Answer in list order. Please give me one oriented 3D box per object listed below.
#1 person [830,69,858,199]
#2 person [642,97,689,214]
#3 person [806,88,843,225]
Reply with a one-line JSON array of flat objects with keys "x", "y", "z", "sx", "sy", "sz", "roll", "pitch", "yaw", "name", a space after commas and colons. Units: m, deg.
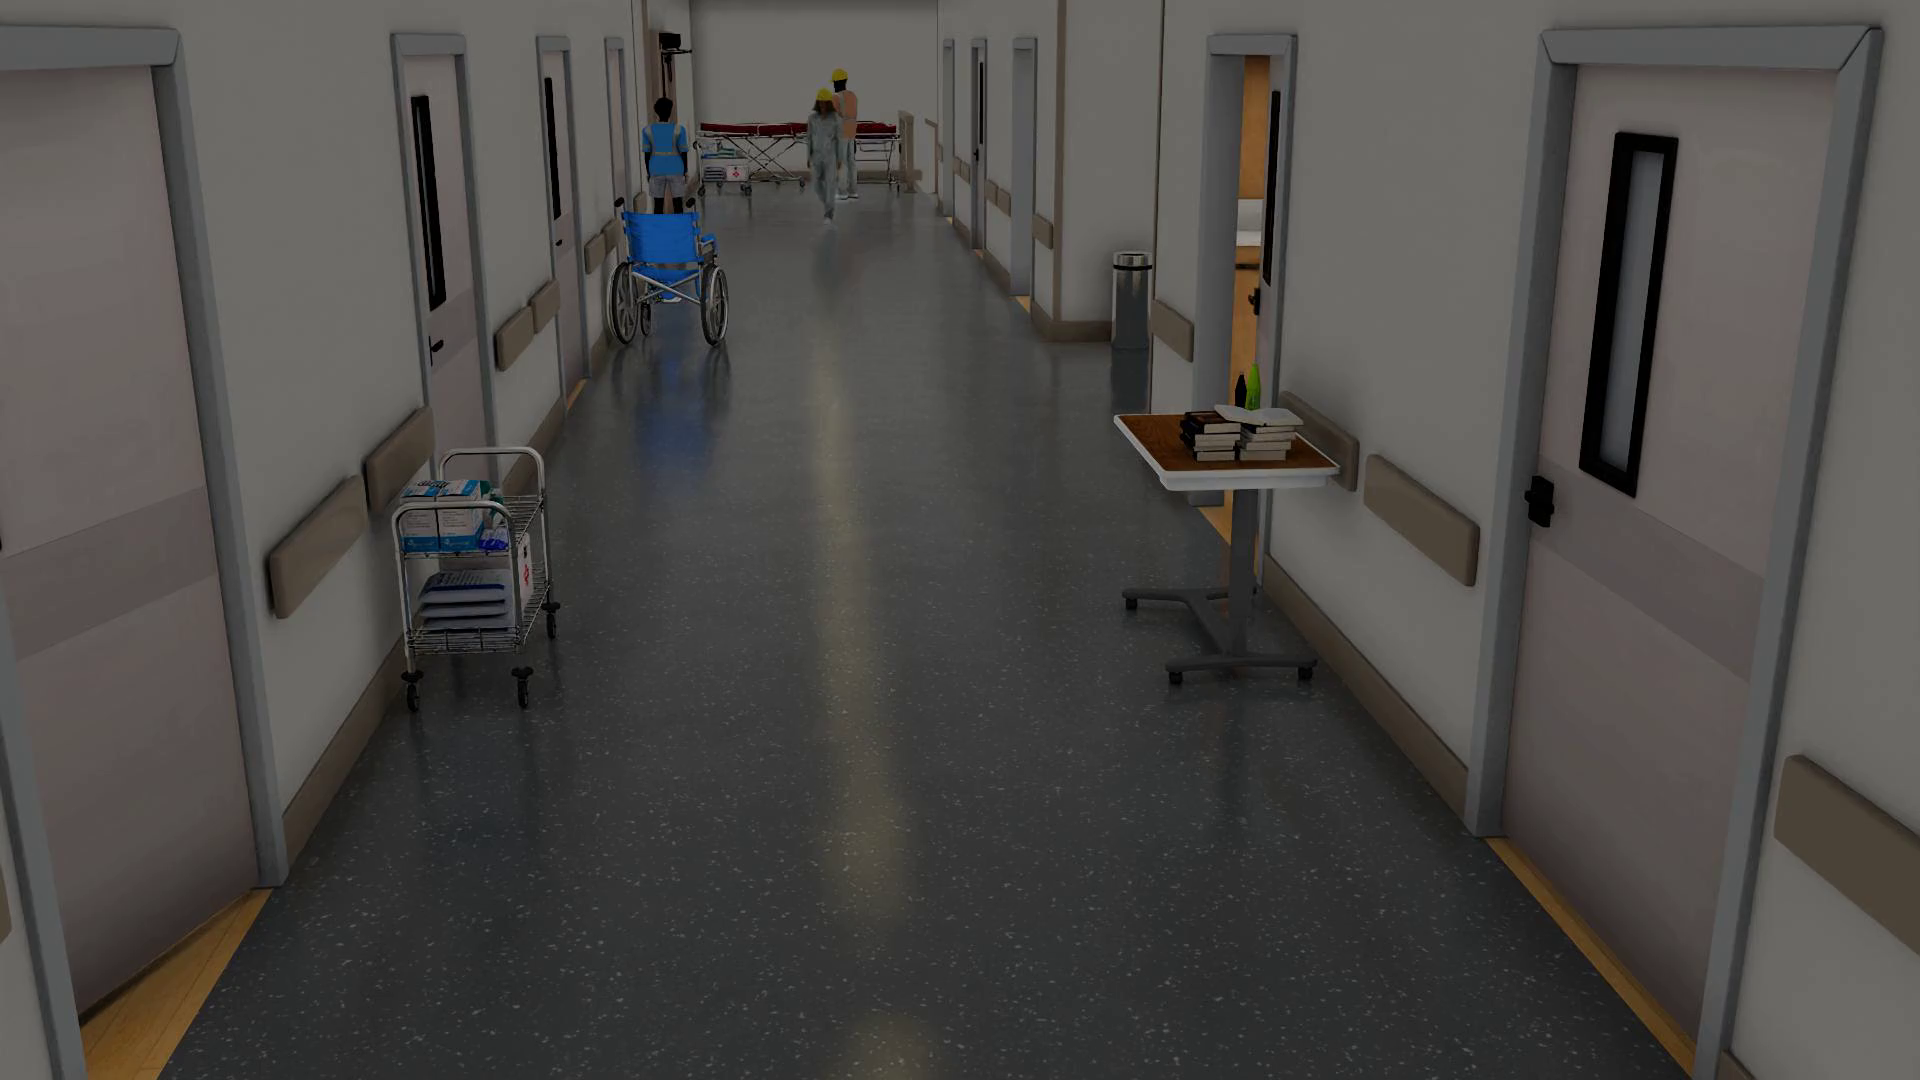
[{"x": -1.769, "y": -6.111, "z": 25.086, "sx": 0.398, "sy": 1.920, "sz": 0.586, "roll": 10, "pitch": 19, "yaw": 31, "name": "person"}, {"x": -3.378, "y": -4.228, "z": 19.169, "sx": 0.535, "sy": 1.697, "sz": 0.318, "roll": 0, "pitch": 17, "yaw": 0, "name": "person"}, {"x": -1.736, "y": -4.981, "z": 21.618, "sx": 0.496, "sy": 1.729, "sz": 0.526, "roll": 4, "pitch": 17, "yaw": 14, "name": "person"}]
